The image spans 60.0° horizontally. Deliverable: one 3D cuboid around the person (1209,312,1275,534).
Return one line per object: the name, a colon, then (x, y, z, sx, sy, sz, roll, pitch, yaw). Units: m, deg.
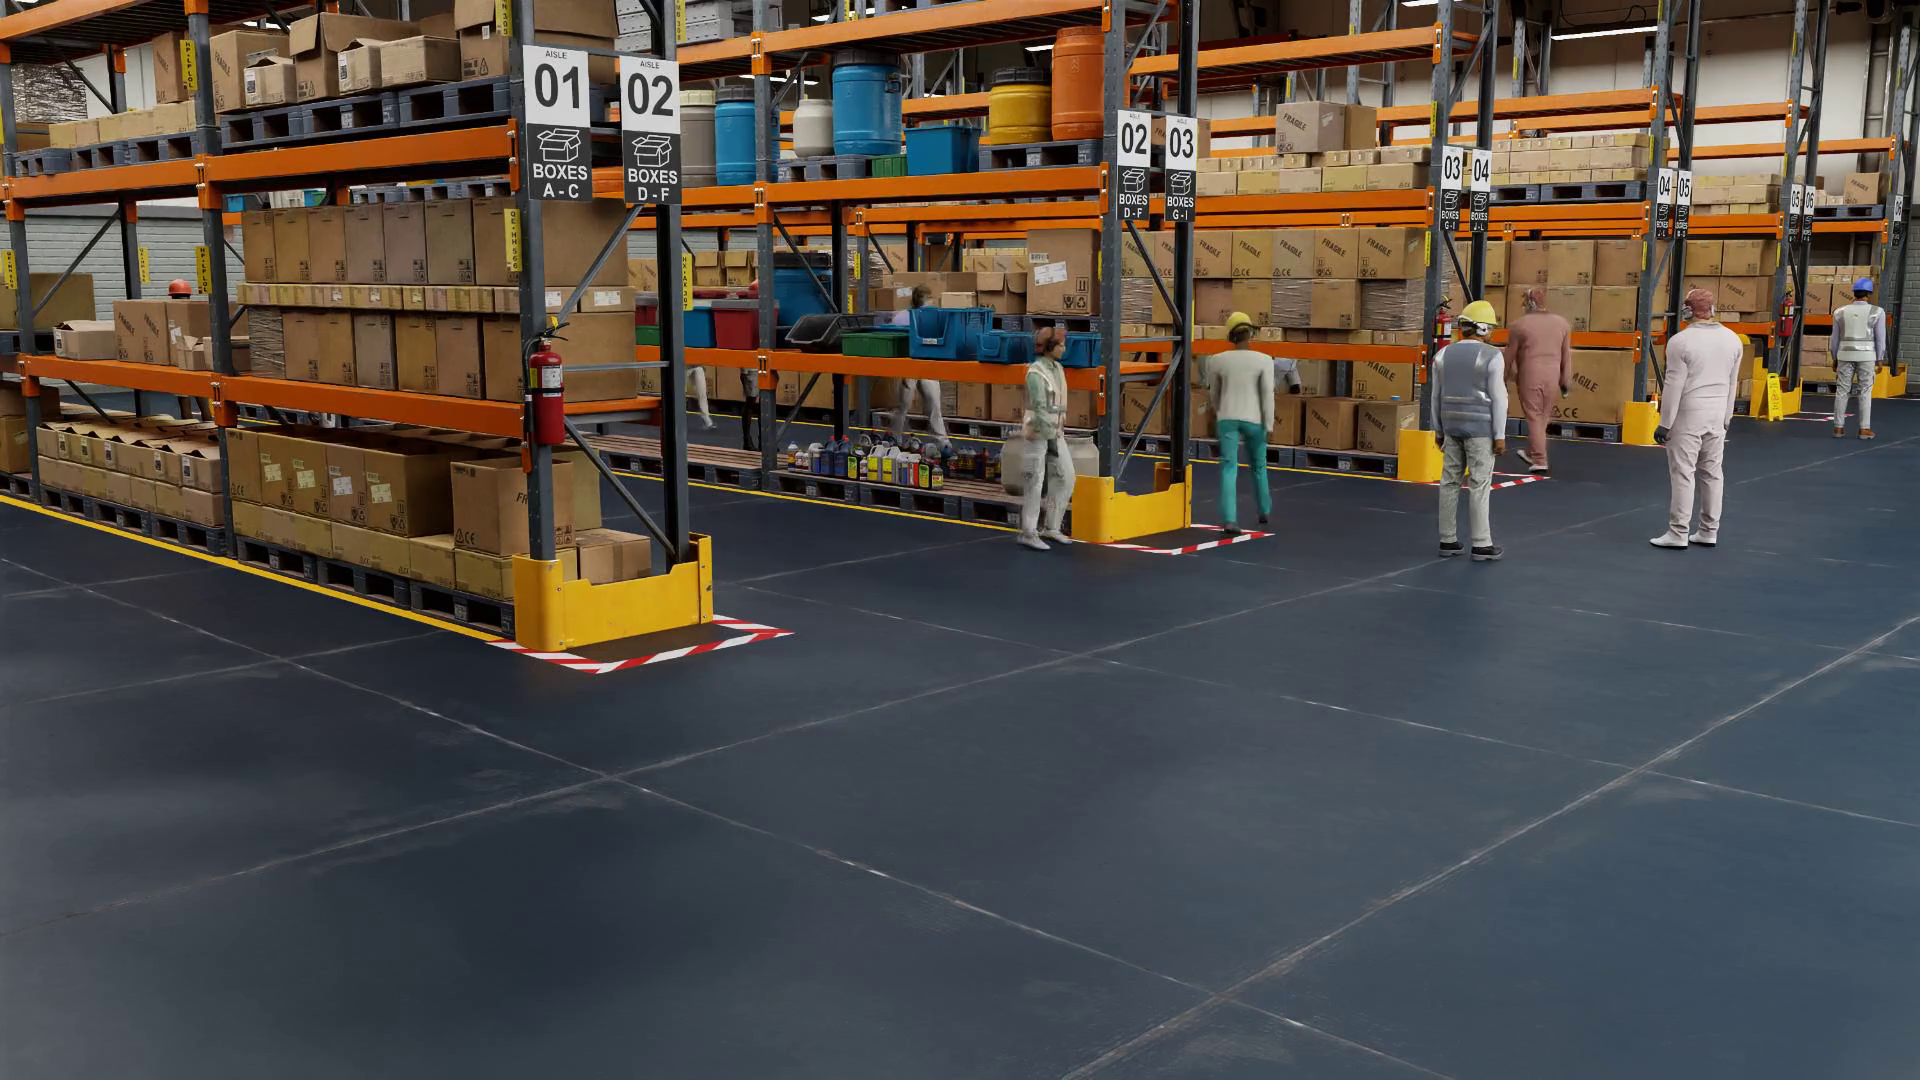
person: (2.207, -0.924, 13.044, 0.521, 1.711, 0.889, 3, 10, 15)

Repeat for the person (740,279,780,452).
person: (-2.211, -1.917, 18.454, 0.373, 1.934, 0.551, 8, 12, 40)

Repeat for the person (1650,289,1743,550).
person: (5.391, -0.885, 12.241, 0.639, 1.902, 0.406, -3, 10, -19)

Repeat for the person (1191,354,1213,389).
person: (3.393, -2.626, 22.856, 0.427, 1.925, 0.629, 8, 12, 40)

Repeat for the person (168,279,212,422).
person: (-8.631, -1.932, 18.545, 0.376, 1.935, 0.550, 5, 11, 30)

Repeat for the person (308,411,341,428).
person: (-5.427, -1.210, 14.329, 0.310, 1.868, 0.532, 3, 10, 16)

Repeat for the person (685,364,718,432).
person: (-3.404, -2.169, 21.058, 0.508, 1.586, 0.854, -7, 12, -37)

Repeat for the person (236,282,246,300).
person: (-10.650, -2.934, 24.923, 0.956, 1.870, 0.645, 2, 9, 12)

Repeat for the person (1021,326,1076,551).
person: (0.654, -0.736, 12.118, 0.445, 1.626, 0.529, 6, 11, 33)

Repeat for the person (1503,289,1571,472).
person: (5.876, -1.638, 17.034, 0.648, 1.843, 0.998, -2, 9, -11)

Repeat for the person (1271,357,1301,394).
person: (4.045, -2.218, 21.152, 0.549, 1.651, 0.795, -7, 12, -37)

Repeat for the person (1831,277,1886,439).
person: (10.915, -2.212, 20.229, 0.604, 1.947, 0.387, 8, 13, 42)

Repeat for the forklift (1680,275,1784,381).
forklift: (12.480, -3.427, 27.053, 1.214, 2.155, 2.313, 9, 13, 43)

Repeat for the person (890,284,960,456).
person: (-0.413, -1.745, 17.553, 0.655, 1.884, 1.020, -7, 12, -37)

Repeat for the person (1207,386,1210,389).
person: (3.501, -2.416, 21.722, 0.989, 1.876, 0.598, 8, 12, 39)

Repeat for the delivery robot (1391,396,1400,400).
delivery robot: (5.177, -1.474, 19.809, 0.707, 0.478, 0.477, 6, 11, 31)

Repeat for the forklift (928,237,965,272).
forklift: (-0.326, -5.817, 39.609, 1.129, 2.768, 1.873, 9, 13, 43)

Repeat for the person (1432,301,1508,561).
person: (3.640, -0.781, 11.832, 0.404, 1.824, 0.586, -7, 12, -37)
